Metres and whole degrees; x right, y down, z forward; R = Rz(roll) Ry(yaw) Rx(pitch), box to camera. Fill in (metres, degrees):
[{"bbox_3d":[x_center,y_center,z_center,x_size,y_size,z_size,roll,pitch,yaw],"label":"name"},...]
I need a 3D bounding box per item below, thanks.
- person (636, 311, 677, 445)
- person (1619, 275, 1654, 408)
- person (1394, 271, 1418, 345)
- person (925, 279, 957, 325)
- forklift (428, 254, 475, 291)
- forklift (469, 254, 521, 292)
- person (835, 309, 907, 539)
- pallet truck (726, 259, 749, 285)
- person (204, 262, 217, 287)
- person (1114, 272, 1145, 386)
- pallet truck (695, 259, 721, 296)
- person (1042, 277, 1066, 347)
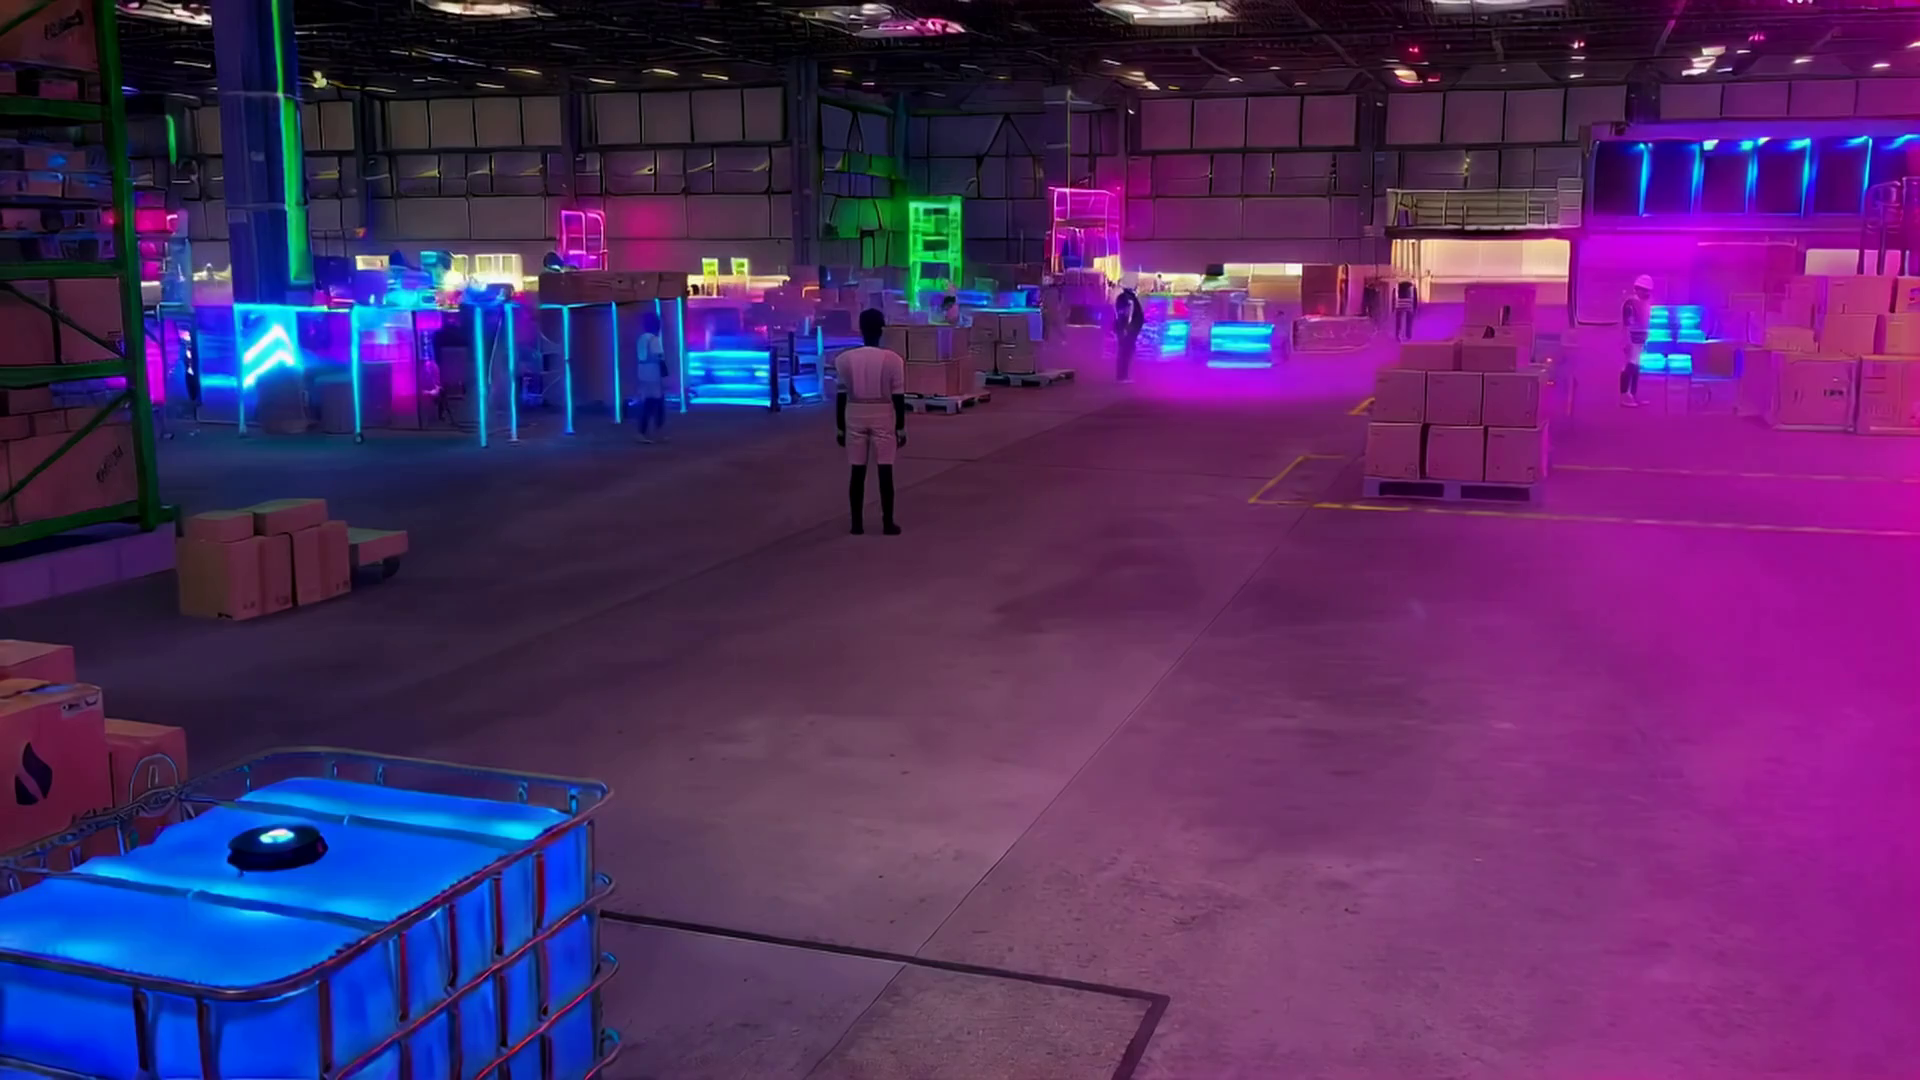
[{"bbox_3d":[-3.798,-2.031,20.918,0.716,1.673,0.549,-6,12,-32],"label":"person"},{"bbox_3d":[10.454,-3.056,25.659,0.606,2.039,0.381,-8,13,-38],"label":"person"},{"bbox_3d":[11.169,-5.815,41.724,0.582,1.853,0.899,7,12,34],"label":"person"},{"bbox_3d":[-0.322,-3.511,28.527,0.542,1.928,0.374,0,10,0],"label":"person"},{"bbox_3d":[-20.133,-10.254,65.465,1.157,1.987,2.680,3,11,19],"label":"forklift"},{"bbox_3d":[-17.990,-10.121,64.684,1.157,1.987,2.680,3,11,17],"label":"forklift"},{"bbox_3d":[-0.752,-0.983,14.179,0.614,1.963,0.361,1,10,8],"label":"person"},{"bbox_3d":[-7.986,-9.493,62.019,0.823,1.965,1.885,3,11,17],"label":"pallet truck"},{"bbox_3d":[-29.377,-9.975,65.241,0.586,1.824,0.404,7,12,34],"label":"person"},{"bbox_3d":[3.026,-3.766,29.645,0.535,2.000,0.684,3,11,17],"label":"person"},{"bbox_3d":[-9.165,-9.627,62.776,0.823,1.965,1.885,4,11,23],"label":"pallet truck"},{"bbox_3d":[2.213,-5.462,40.020,0.659,1.746,0.530,-7,12,-34],"label":"person"}]
